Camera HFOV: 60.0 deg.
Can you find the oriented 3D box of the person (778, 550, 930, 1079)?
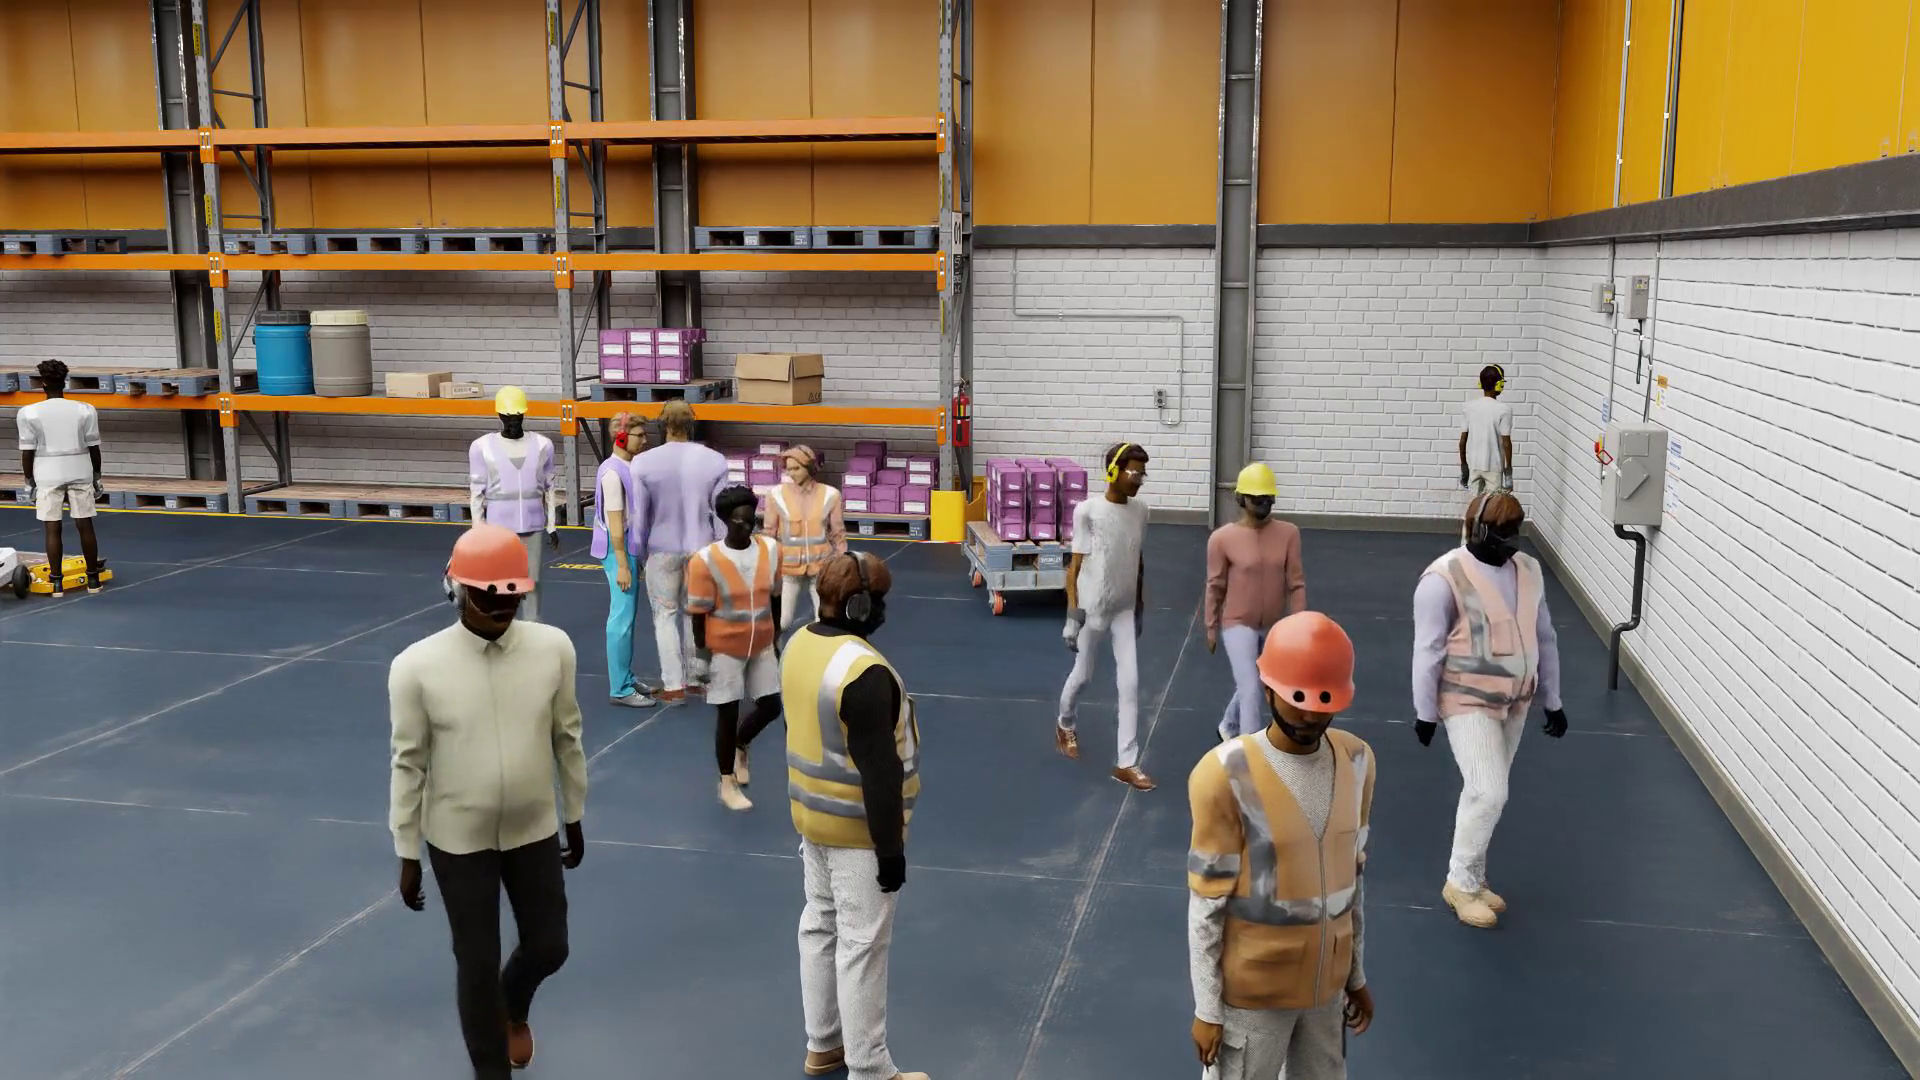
[{"bbox_3d":[-0.347,0.944,5.514,0.429,1.842,0.626,-6,11,-31],"label":"person"}]

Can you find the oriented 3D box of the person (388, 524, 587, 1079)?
[{"bbox_3d":[-1.510,0.910,5.314,0.644,1.971,0.550,-6,11,-31],"label":"person"}]

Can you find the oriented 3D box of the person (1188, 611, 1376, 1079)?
[{"bbox_3d":[0.835,1.116,4.217,0.551,1.930,0.377,-5,11,-26],"label":"person"}]

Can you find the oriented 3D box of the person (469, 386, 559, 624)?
[{"bbox_3d":[-3.054,-0.103,11.451,0.594,1.924,0.382,-6,11,-30],"label":"person"}]

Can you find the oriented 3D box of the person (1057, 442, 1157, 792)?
[{"bbox_3d":[0.754,0.369,8.985,0.594,1.827,0.919,-4,10,-22],"label":"person"}]

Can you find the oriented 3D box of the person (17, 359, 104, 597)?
[{"bbox_3d":[-7.414,-0.511,13.749,0.609,1.966,0.364,-7,12,-36],"label":"person"}]

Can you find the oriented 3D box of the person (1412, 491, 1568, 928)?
[{"bbox_3d":[2.249,0.708,6.973,0.630,1.824,0.569,-6,11,-32],"label":"person"}]

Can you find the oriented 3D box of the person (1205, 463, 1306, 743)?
[{"bbox_3d":[1.547,0.430,8.870,0.525,1.732,0.873,-3,10,-17],"label":"person"}]

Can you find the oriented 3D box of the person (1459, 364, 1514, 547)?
[{"bbox_3d":[4.616,-0.600,14.563,0.324,1.871,0.526,-9,13,-42],"label":"person"}]

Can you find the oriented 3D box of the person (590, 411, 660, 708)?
[{"bbox_3d":[-2.103,0.116,10.398,0.390,1.844,0.563,-1,10,-5],"label":"person"}]

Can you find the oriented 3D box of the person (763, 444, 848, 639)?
[{"bbox_3d":[-1.010,0.181,10.665,0.564,1.621,0.581,-2,10,-13],"label":"person"}]

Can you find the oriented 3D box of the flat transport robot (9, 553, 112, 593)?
[{"bbox_3d":[-8.071,0.258,14.211,1.431,0.197,0.652,3,10,18],"label":"flat transport robot"}]

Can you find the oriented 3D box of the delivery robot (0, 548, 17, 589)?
[{"bbox_3d":[-7.828,0.220,13.318,0.477,0.478,0.707,-2,10,-15],"label":"delivery robot"}]

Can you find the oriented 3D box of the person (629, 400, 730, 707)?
[{"bbox_3d":[-1.781,0.089,10.440,0.678,1.922,0.616,-4,10,-24],"label":"person"}]

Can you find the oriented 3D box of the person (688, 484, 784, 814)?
[{"bbox_3d":[-1.130,0.536,8.375,0.567,1.675,0.423,-7,12,-36],"label":"person"}]
